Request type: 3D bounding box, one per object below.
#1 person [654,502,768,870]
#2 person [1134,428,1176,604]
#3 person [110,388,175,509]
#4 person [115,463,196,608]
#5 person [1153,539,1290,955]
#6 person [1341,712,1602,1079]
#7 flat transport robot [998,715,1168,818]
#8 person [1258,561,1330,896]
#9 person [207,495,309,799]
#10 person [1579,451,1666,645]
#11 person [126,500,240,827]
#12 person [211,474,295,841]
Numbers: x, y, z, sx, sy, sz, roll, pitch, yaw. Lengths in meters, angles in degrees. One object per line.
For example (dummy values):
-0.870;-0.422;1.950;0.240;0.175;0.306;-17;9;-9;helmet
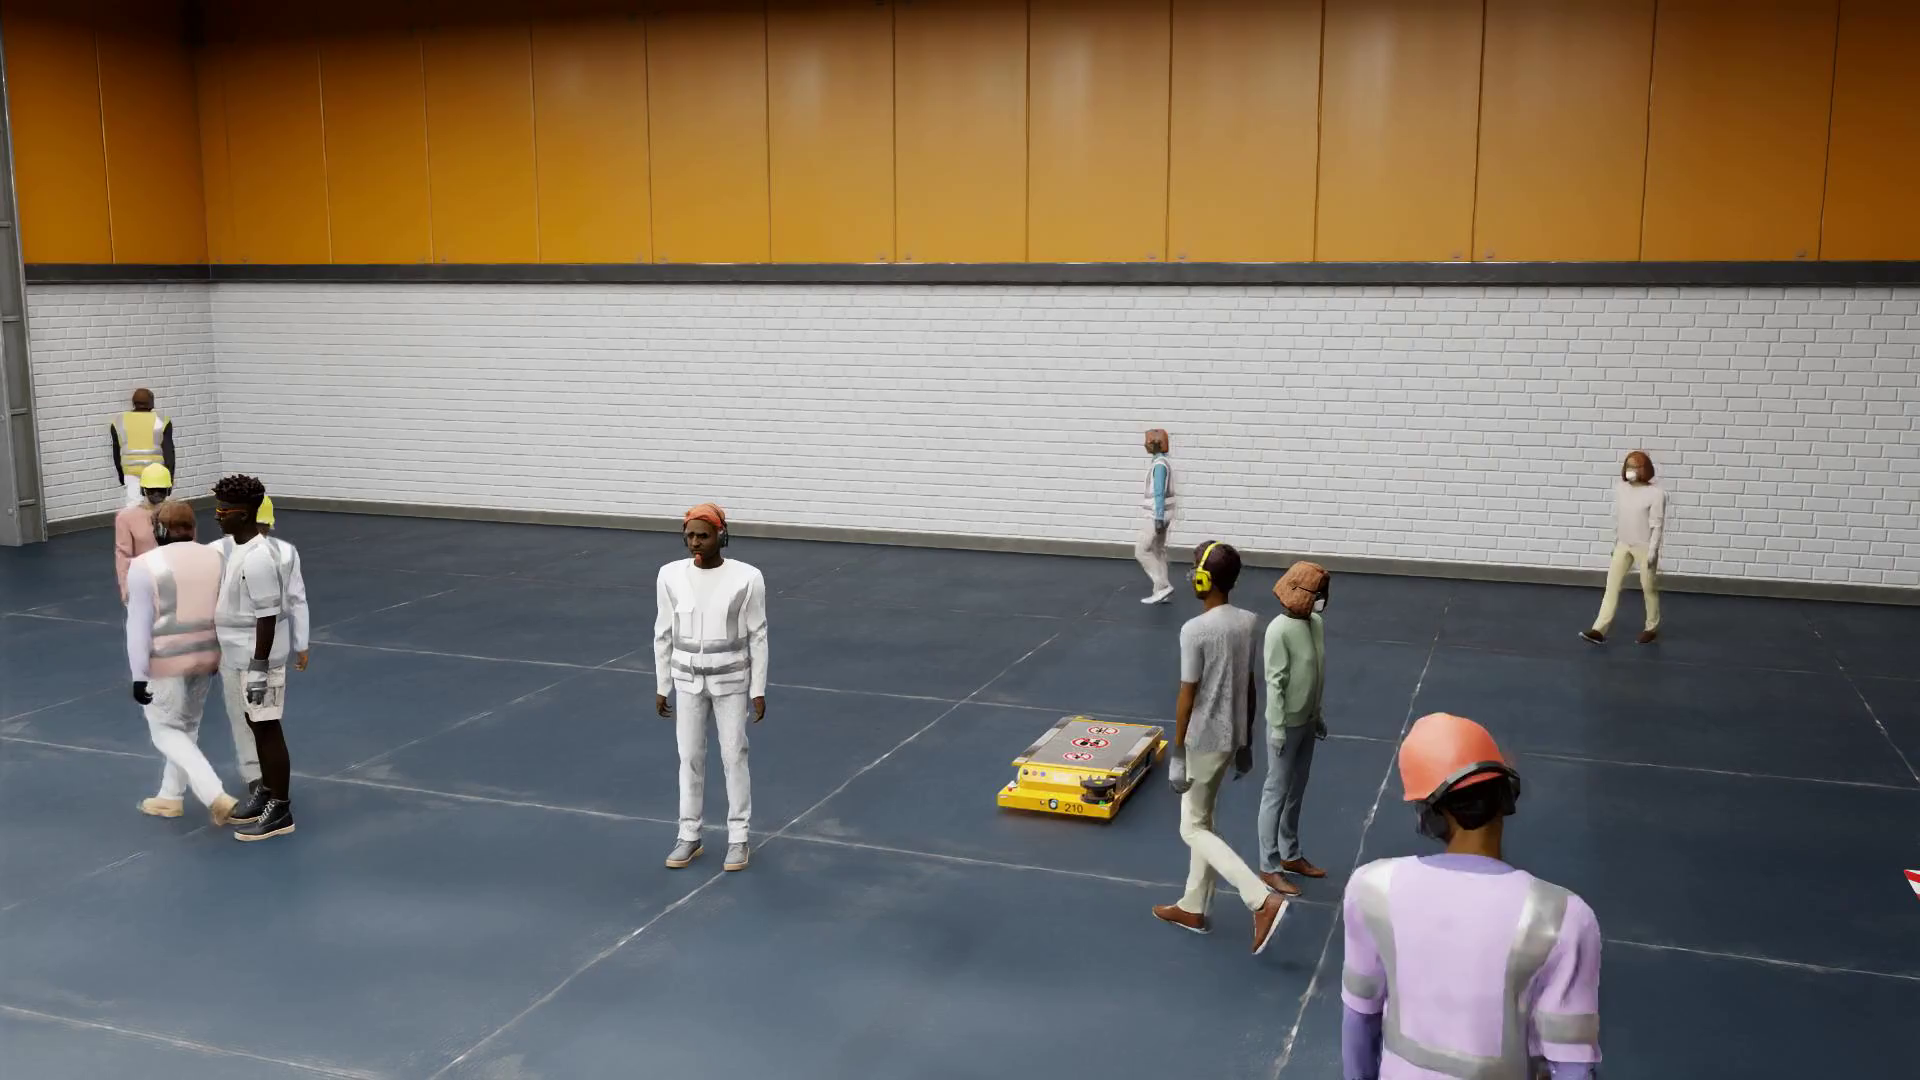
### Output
-1.264;0.743;8.444;0.584;1.882;0.337;1;9;8;person
1.768;-0.203;15.107;0.381;1.623;0.537;1;9;7;person
-8.721;-0.720;17.777;0.623;1.811;0.873;-3;10;-16;person
-5.644;0.297;11.731;0.517;1.717;0.938;-4;10;-22;person
1.169;0.923;7.445;0.721;1.848;0.530;9;13;44;person
1.192;1.415;3.936;0.652;1.993;0.527;7;11;35;person
0.760;1.317;9.873;0.652;0.197;1.431;3;10;20;flat transport robot
1.657;0.908;8.196;0.283;1.633;0.498;7;11;37;person
-4.048;0.606;9.599;0.602;1.779;0.918;-8;12;-39;person
5.409;0.082;13.423;0.839;1.582;0.524;-6;11;-32;person
-4.245;0.690;9.052;0.885;1.799;0.690;5;10;28;person
-3.806;0.620;8.954;0.367;1.966;0.606;-5;11;-30;person
